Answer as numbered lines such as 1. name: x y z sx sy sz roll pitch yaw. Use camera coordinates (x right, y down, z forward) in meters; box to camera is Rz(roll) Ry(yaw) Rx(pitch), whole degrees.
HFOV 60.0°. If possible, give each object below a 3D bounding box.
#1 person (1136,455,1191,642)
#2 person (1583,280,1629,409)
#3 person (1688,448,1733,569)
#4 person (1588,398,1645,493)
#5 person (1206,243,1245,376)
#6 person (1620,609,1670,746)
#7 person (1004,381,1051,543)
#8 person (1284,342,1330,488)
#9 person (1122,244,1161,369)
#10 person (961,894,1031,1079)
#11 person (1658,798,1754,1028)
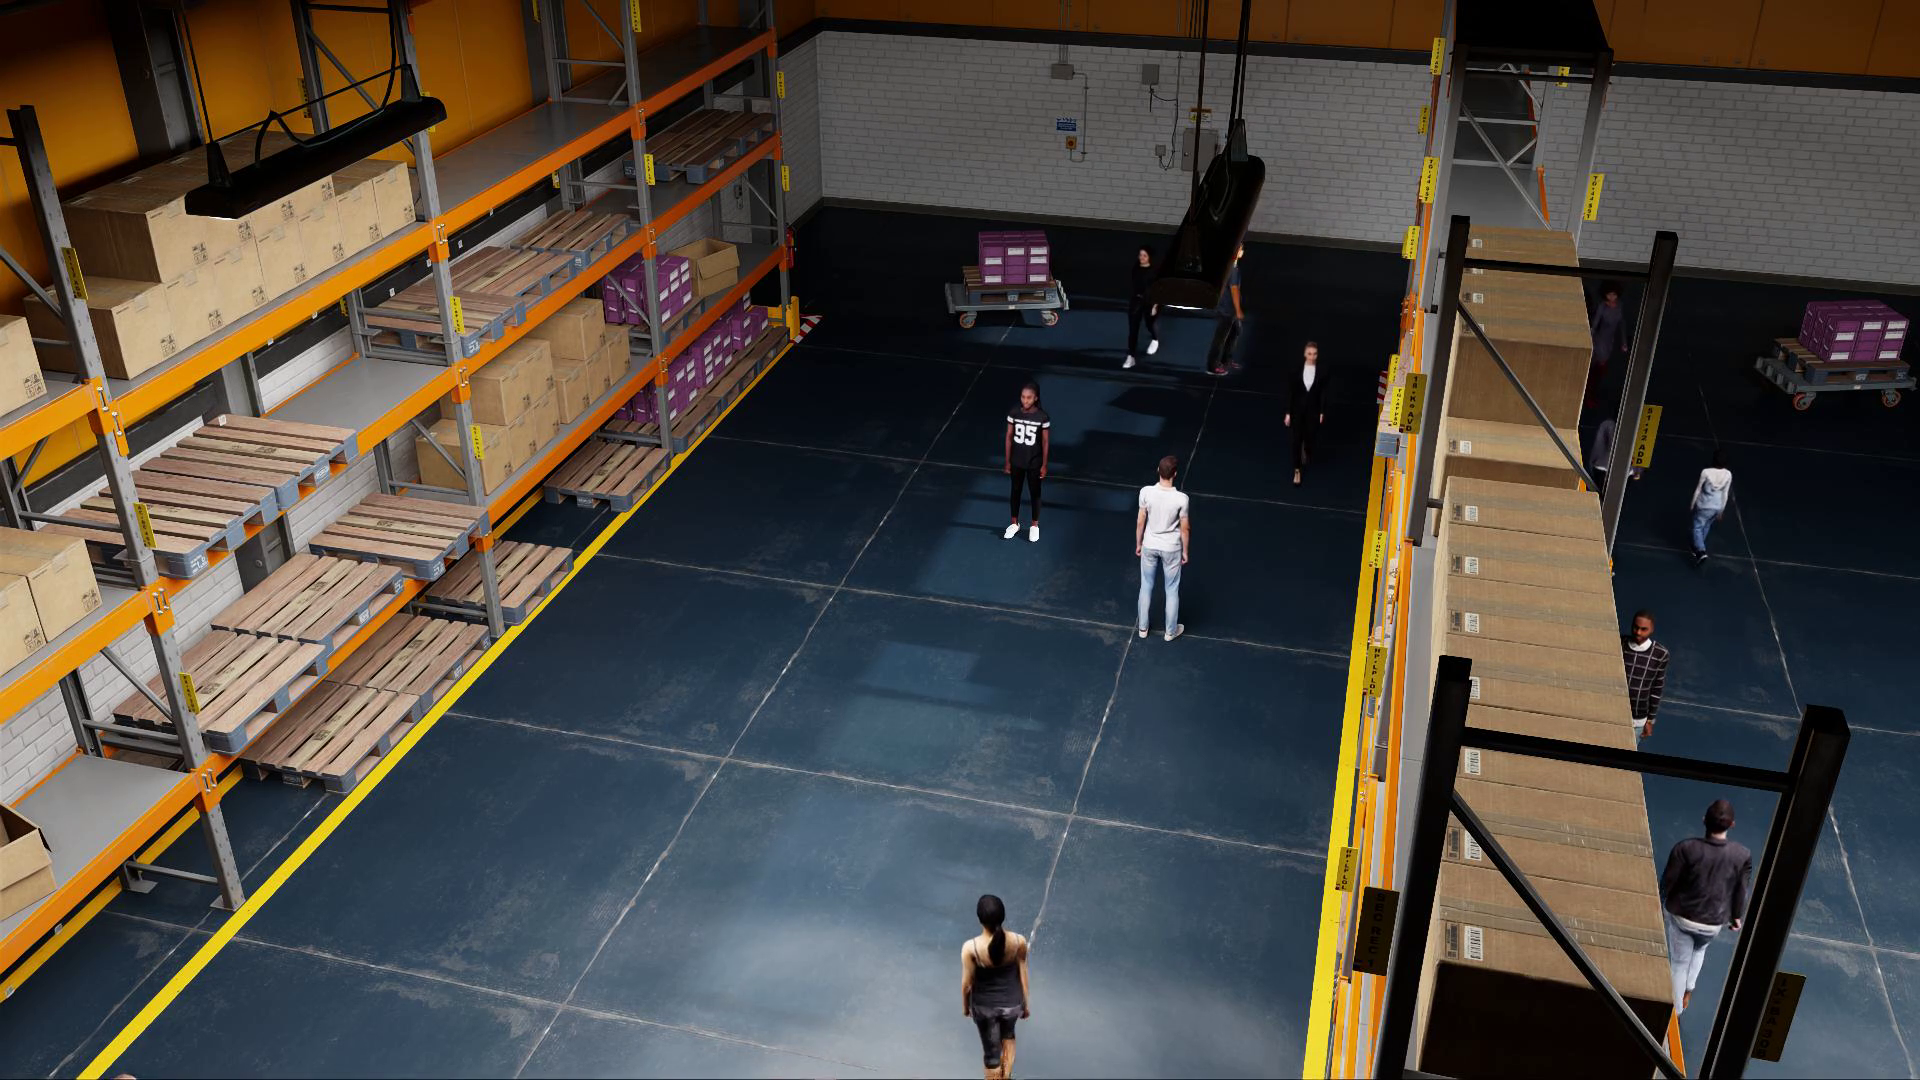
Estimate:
1. person: 1.878 0.075 15.499 0.673 1.850 0.563 10 30 18
2. person: 7.730 -2.408 20.212 0.733 1.696 0.800 -19 34 -31
3. person: 7.595 -0.327 16.868 0.605 1.246 0.847 0 29 1
4. person: 6.804 -0.717 17.257 0.757 1.558 1.050 4 29 7
5. person: 3.300 -2.944 21.091 0.781 1.795 0.704 2 29 3
6. person: 5.275 1.337 13.217 0.703 1.821 0.629 14 32 24
7. person: 0.695 -0.820 17.269 0.600 1.728 0.558 8 30 14
8. person: 3.813 -1.422 18.408 0.632 1.693 0.689 5 29 10
9. person: 2.441 -3.063 21.521 0.829 1.593 1.182 17 33 29
10. person: 0.238 2.970 10.334 0.689 1.715 0.714 -4 29 -7
11. person: 4.905 2.539 11.012 0.719 1.822 0.733 4 29 7
